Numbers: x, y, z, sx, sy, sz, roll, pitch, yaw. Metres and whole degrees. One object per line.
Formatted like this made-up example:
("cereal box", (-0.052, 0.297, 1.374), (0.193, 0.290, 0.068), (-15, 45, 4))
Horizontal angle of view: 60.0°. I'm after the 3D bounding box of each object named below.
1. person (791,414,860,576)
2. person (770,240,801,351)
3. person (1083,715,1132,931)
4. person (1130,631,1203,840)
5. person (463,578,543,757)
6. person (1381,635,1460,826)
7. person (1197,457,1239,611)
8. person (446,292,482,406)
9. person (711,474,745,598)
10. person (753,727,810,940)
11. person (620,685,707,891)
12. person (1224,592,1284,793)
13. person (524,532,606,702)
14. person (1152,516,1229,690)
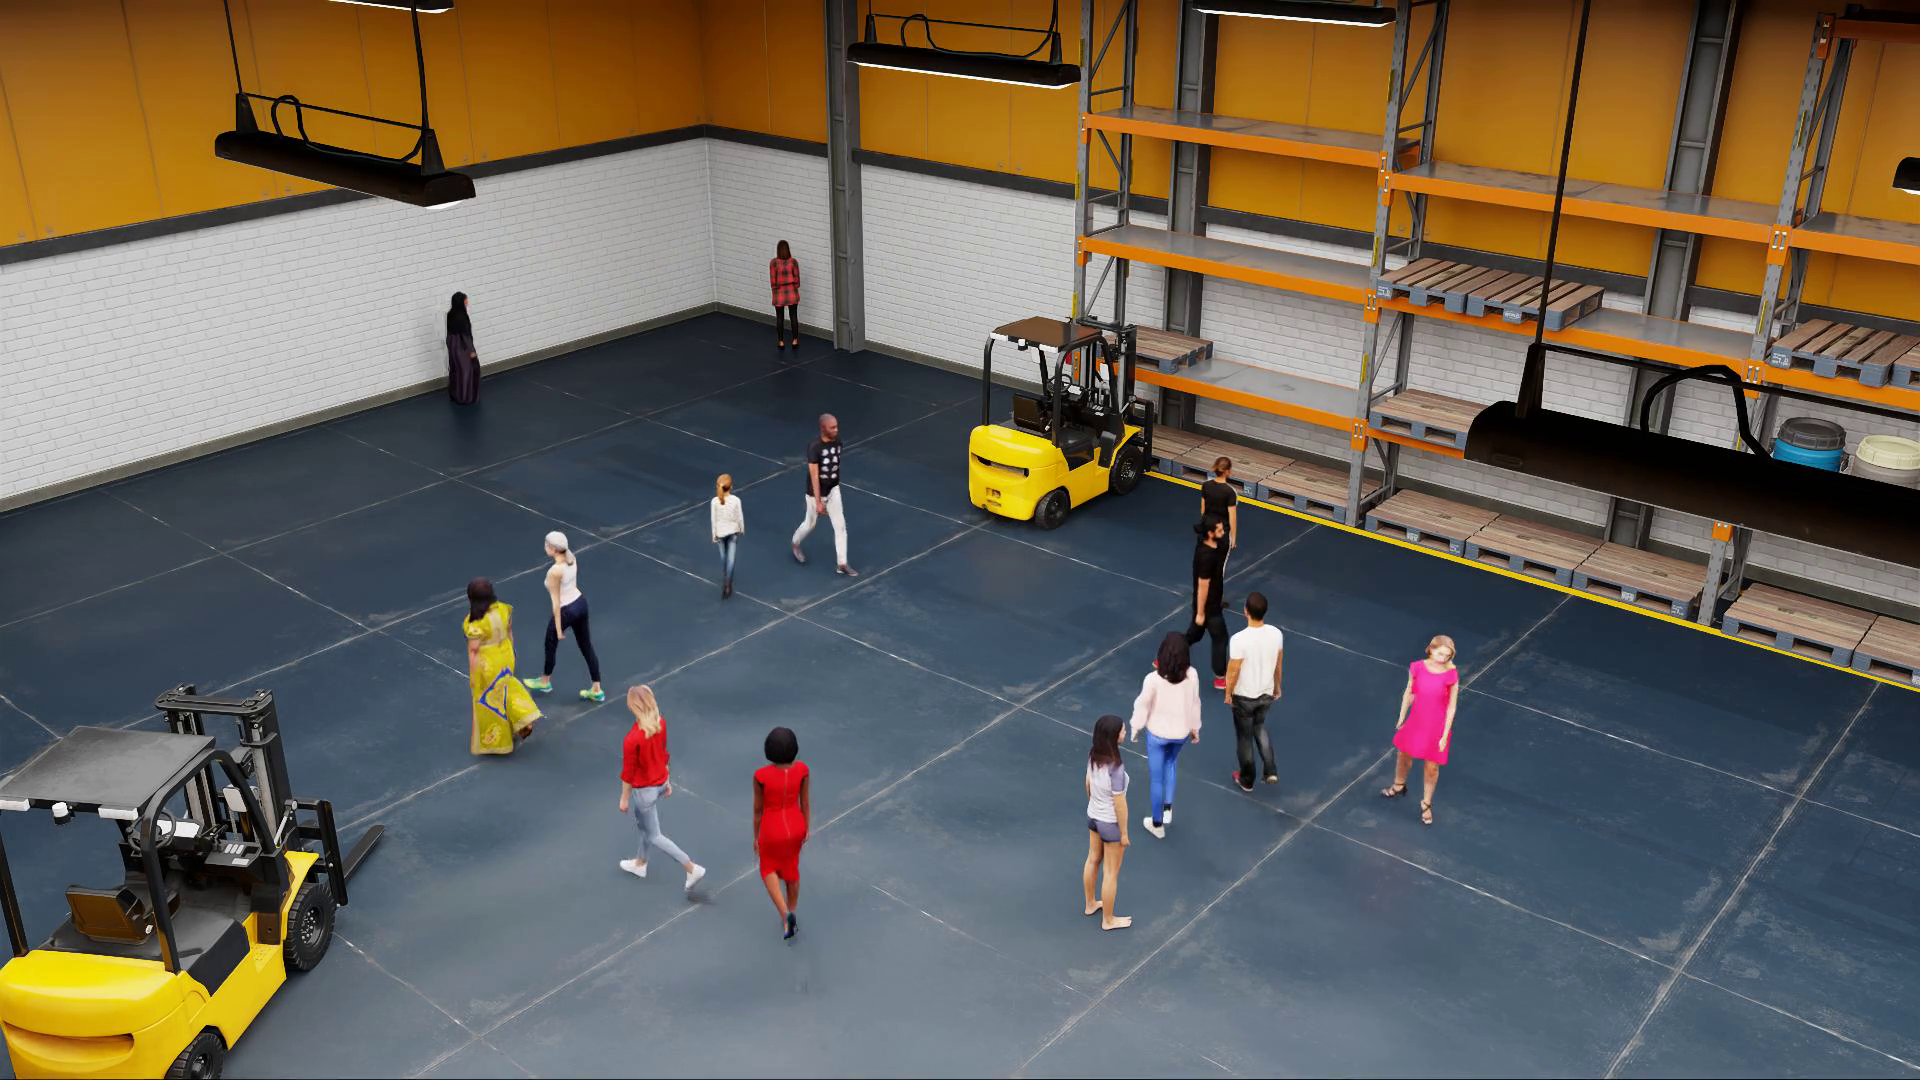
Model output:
("person", (-1.535, -0.509, 17.941), (0.750, 1.770, 1.254), (-20, 31, -38))
("person", (-2.672, -3.765, 25.478), (0.696, 1.700, 0.749), (-3, 24, -7))
("person", (1.074, 2.042, 12.151), (0.708, 1.734, 0.566), (-13, 27, -27))
("person", (1.684, 1.587, 13.178), (0.827, 1.745, 0.859), (-6, 24, -14))
("person", (-3.975, 1.105, 14.404), (0.989, 1.645, 0.889), (9, 25, 19))
("person", (3.757, 1.495, 13.456), (0.802, 1.692, 0.546), (-20, 30, -38))
("person", (2.615, -0.068, 17.062), (0.460, 1.667, 0.646), (20, 31, 38))
("person", (-7.000, -2.694, 23.151), (0.579, 1.601, 0.817), (15, 28, 31))
("person", (-2.444, -0.029, 17.442), (0.833, 1.291, 0.891), (-2, 24, -4))
("person", (-1.252, 2.156, 11.894), (0.753, 1.731, 0.840), (-9, 25, -21))
("person", (-2.286, 1.909, 12.525), (1.120, 1.678, 0.801), (10, 26, 22))
("person", (2.464, 1.312, 13.752), (0.795, 1.790, 0.849), (-10, 25, -21))
("person", (-3.493, 0.730, 15.230), (1.102, 1.671, 0.809), (11, 26, 23))
("person", (2.208, 0.596, 15.458), (1.205, 1.735, 1.031), (2, 24, 6))
